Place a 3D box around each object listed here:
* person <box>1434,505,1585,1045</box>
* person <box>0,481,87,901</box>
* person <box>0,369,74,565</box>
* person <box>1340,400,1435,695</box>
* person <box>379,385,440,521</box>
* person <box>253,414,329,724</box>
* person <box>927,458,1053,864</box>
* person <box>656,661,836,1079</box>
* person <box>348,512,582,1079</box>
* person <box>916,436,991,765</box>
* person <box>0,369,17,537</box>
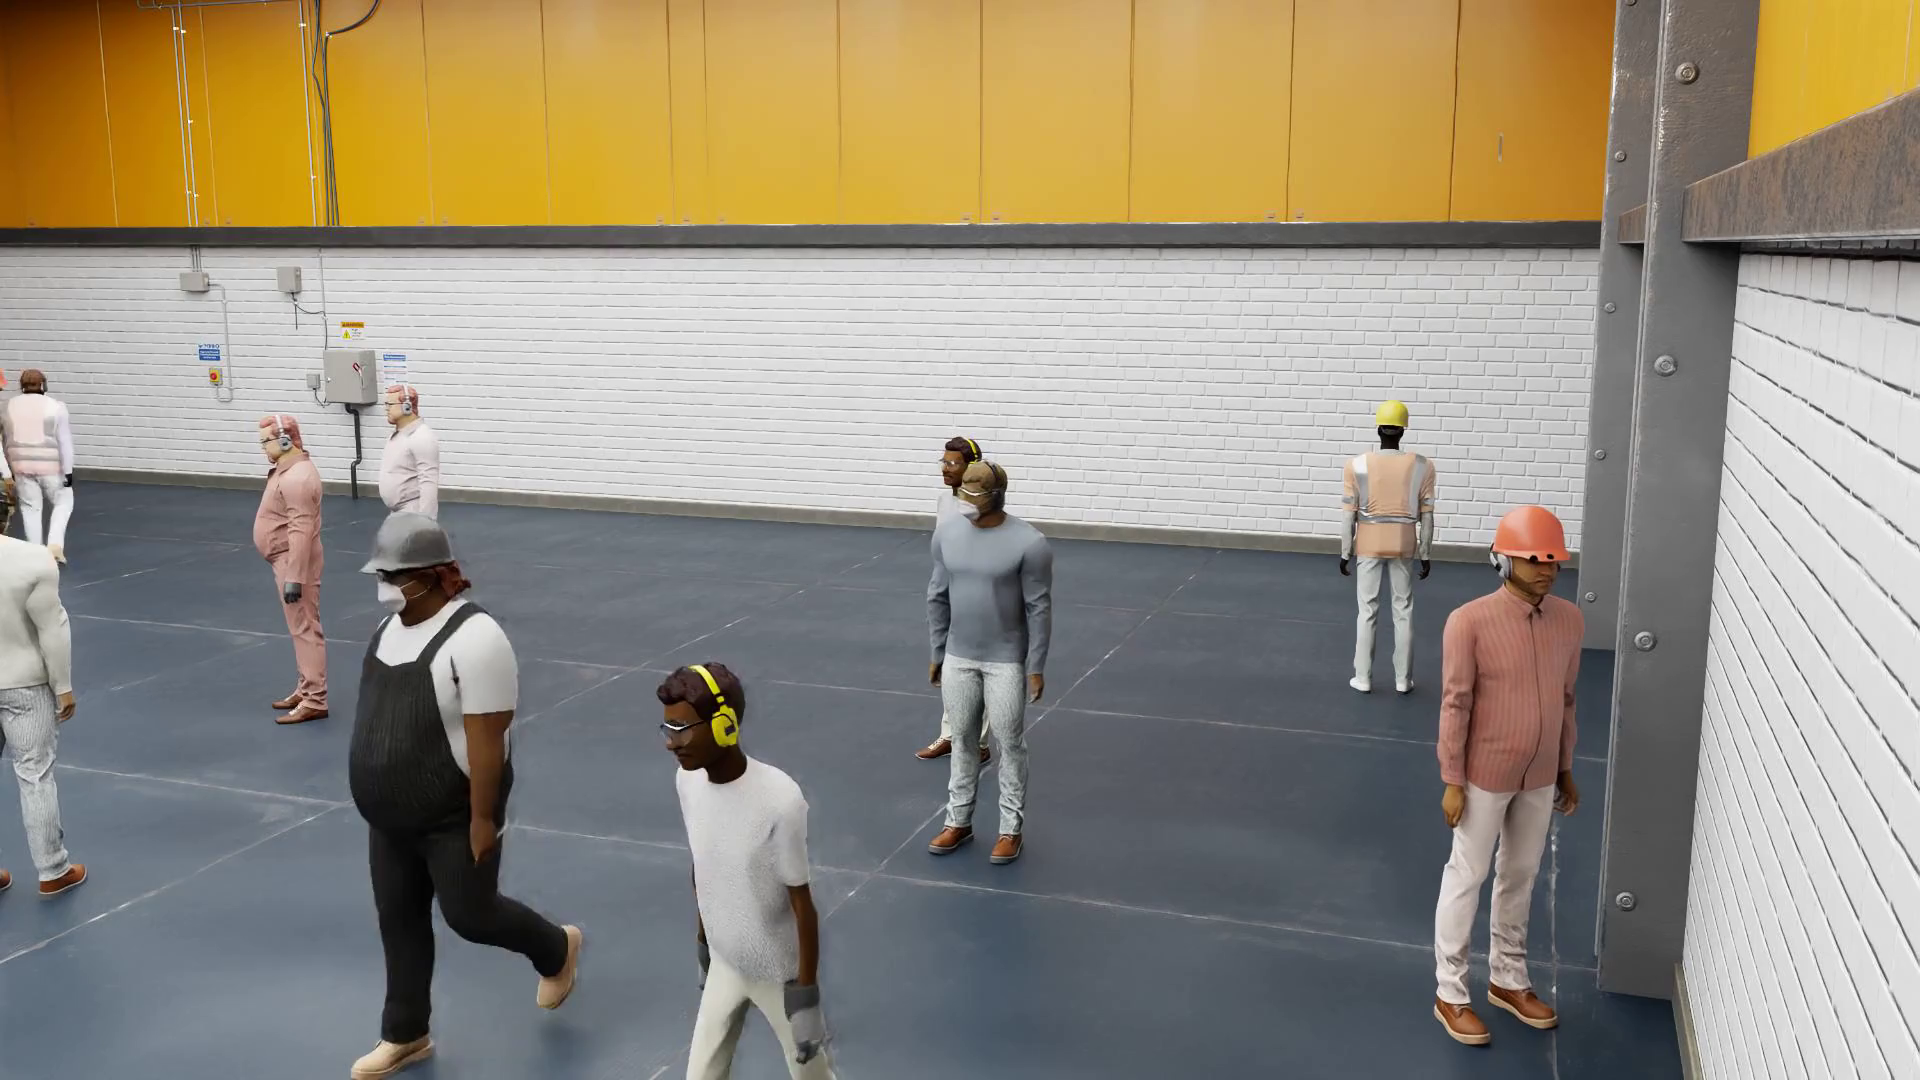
[{"bbox_3d":[2.040,0.853,6.143,0.612,1.995,0.393,-4,11,-22],"label":"person"},{"bbox_3d":[-4.258,0.666,7.376,0.627,1.934,0.370,-2,10,-9],"label":"person"},{"bbox_3d":[-8.315,-0.635,15.017,0.635,1.816,0.432,-2,10,-10],"label":"person"},{"bbox_3d":[2.777,0.050,10.856,0.593,1.924,0.381,1,10,7],"label":"person"},{"bbox_3d":[-4.069,-0.193,12.279,0.403,1.911,0.637,-7,12,-36],"label":"person"},{"bbox_3d":[-4.118,0.171,10.250,0.409,1.904,0.640,-4,11,-23],"label":"person"},{"bbox_3d":[0.130,0.570,7.908,0.628,1.937,0.378,5,11,27],"label":"person"},{"bbox_3d":[-0.574,1.216,4.646,0.547,1.817,0.699,7,12,36],"label":"person"},{"bbox_3d":[-1.801,0.865,5.950,0.681,2.000,0.792,7,12,34],"label":"person"},{"bbox_3d":[-0.010,0.350,9.318,0.328,1.877,0.512,-9,13,-40],"label":"person"},{"bbox_3d":[-8.584,-0.642,14.830,0.672,1.897,0.568,-9,13,-40],"label":"person"}]
